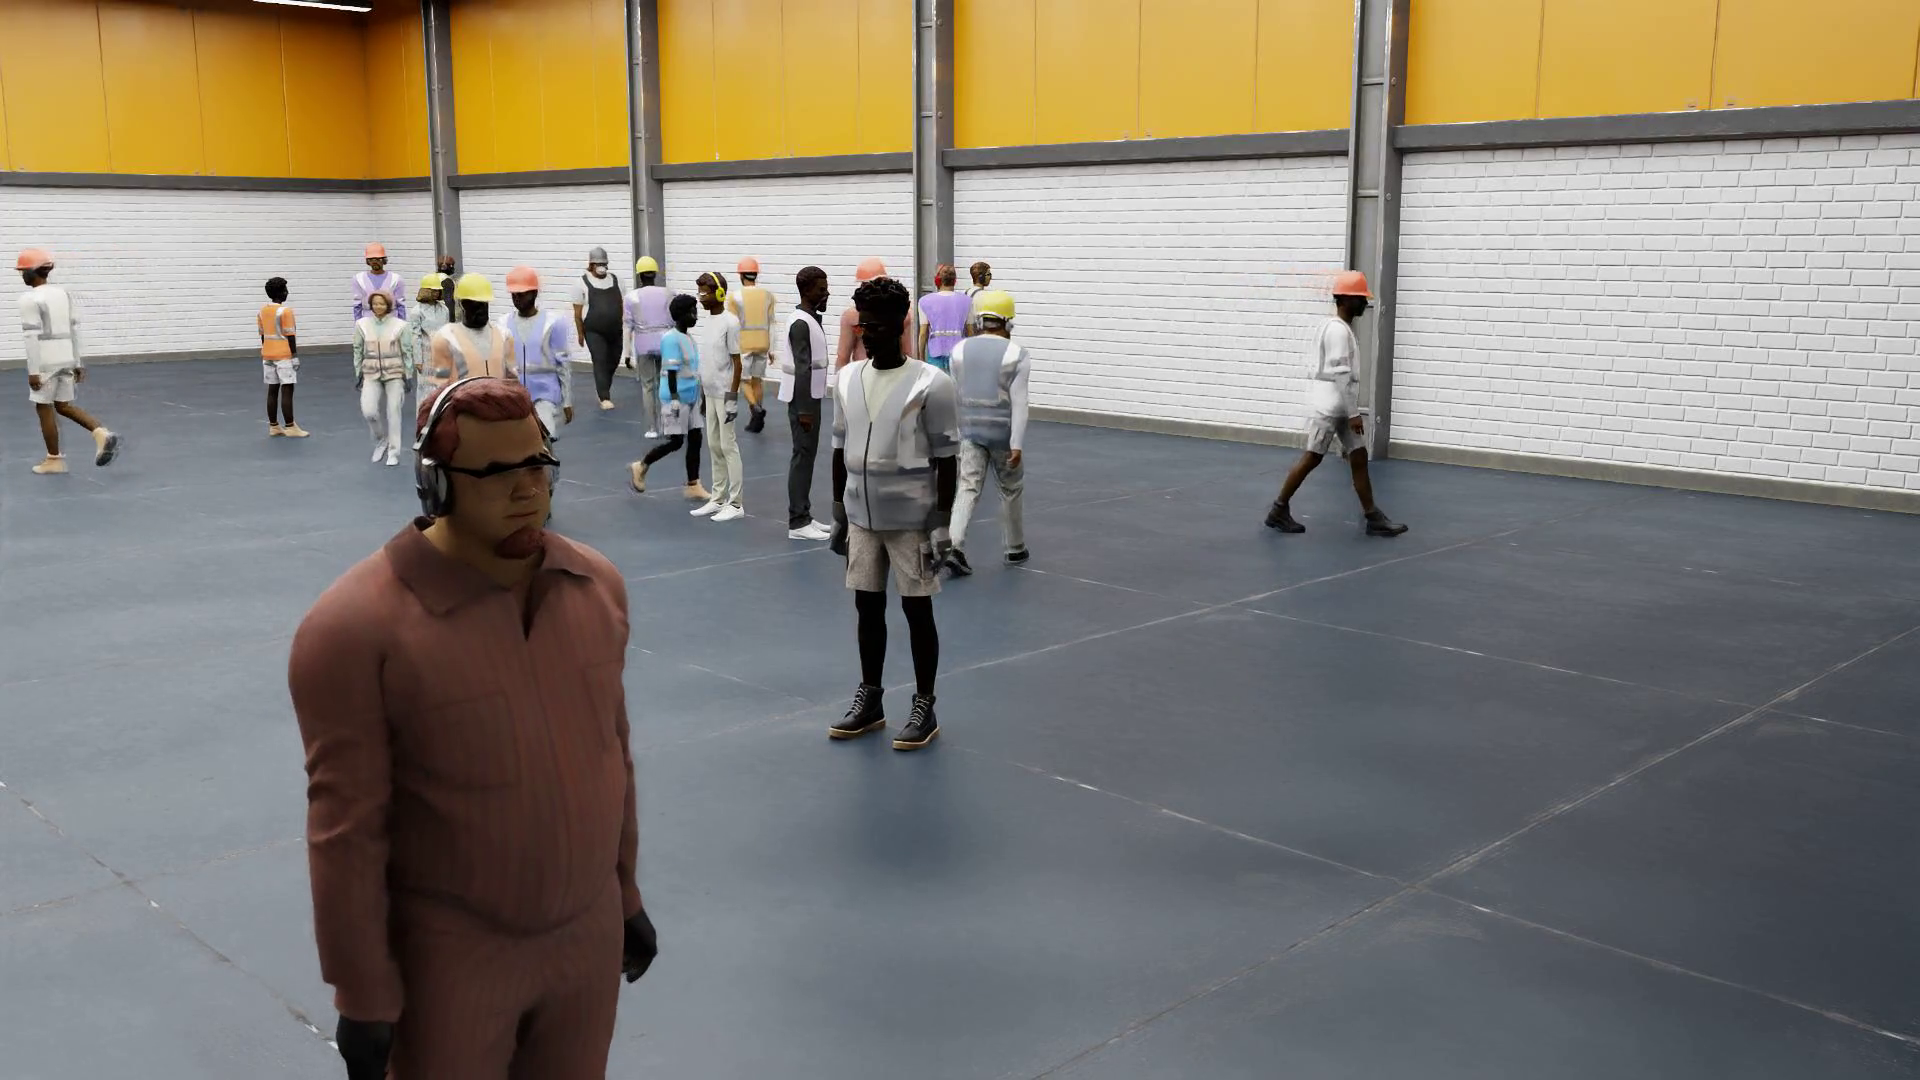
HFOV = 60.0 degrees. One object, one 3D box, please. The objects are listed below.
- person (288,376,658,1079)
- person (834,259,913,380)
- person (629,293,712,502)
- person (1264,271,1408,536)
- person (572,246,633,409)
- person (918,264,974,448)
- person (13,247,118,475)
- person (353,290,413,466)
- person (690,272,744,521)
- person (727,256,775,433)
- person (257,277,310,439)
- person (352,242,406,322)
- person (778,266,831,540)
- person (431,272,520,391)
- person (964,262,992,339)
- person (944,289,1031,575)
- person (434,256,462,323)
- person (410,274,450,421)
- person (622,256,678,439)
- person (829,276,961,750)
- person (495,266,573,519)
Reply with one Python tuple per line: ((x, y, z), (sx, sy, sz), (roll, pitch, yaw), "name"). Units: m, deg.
((-0.769, 0.674, 2.837), (0.403, 1.906, 0.651), (8, 13, 36), "person")
((-0.690, -1.223, 13.089), (0.631, 1.949, 0.939), (-6, 12, -31), "person")
((-2.300, -1.135, 13.314), (0.646, 1.676, 0.535), (3, 11, 16), "person")
((2.657, -0.954, 11.789), (1.011, 1.892, 0.546), (4, 11, 21), "person")
((-4.474, -2.678, 20.749), (0.685, 2.000, 0.938), (-7, 12, -32), "person")
((-0.135, -1.816, 16.569), (0.570, 1.846, 0.377), (-2, 11, -11), "person")
((-7.969, -1.574, 14.747), (0.702, 2.029, 0.628), (2, 11, 9), "person")
((-5.335, -1.495, 15.401), (0.536, 1.625, 0.370), (-1, 10, -7), "person")
((-1.818, -1.074, 12.485), (0.328, 1.865, 0.517), (-8, 13, -35), "person")
((-2.208, -2.063, 17.762), (0.546, 1.919, 0.679), (-5, 12, -27), "person")
((-7.157, -1.915, 17.522), (0.531, 1.697, 0.322), (7, 12, 33), "person")
((-7.081, -2.602, 20.325), (0.608, 2.045, 0.392), (-3, 11, -16), "person")
((-1.093, -0.967, 11.751), (0.373, 1.917, 0.594), (0, 10, 0), "person")
((-3.263, -0.843, 11.148), (0.895, 1.900, 0.604), (9, 14, 42), "person")
((0.217, -2.105, 18.158), (0.346, 1.846, 0.505), (-6, 12, -30), "person")
((0.166, -0.679, 10.528), (0.586, 1.801, 0.877), (5, 11, 24), "person")
((-7.418, -3.179, 24.042), (0.430, 1.838, 0.624), (-7, 12, -33), "person")
((-5.479, -1.895, 17.319), (0.337, 1.733, 0.480), (6, 12, 30), "person")
((-3.236, -2.011, 17.450), (0.606, 1.910, 0.417), (-4, 11, -22), "person")
((-0.292, -0.107, 6.928), (0.611, 1.964, 0.364), (6, 12, 32), "person")
((-3.161, -1.019, 12.078), (0.566, 1.899, 0.896), (1, 10, 8), "person")
